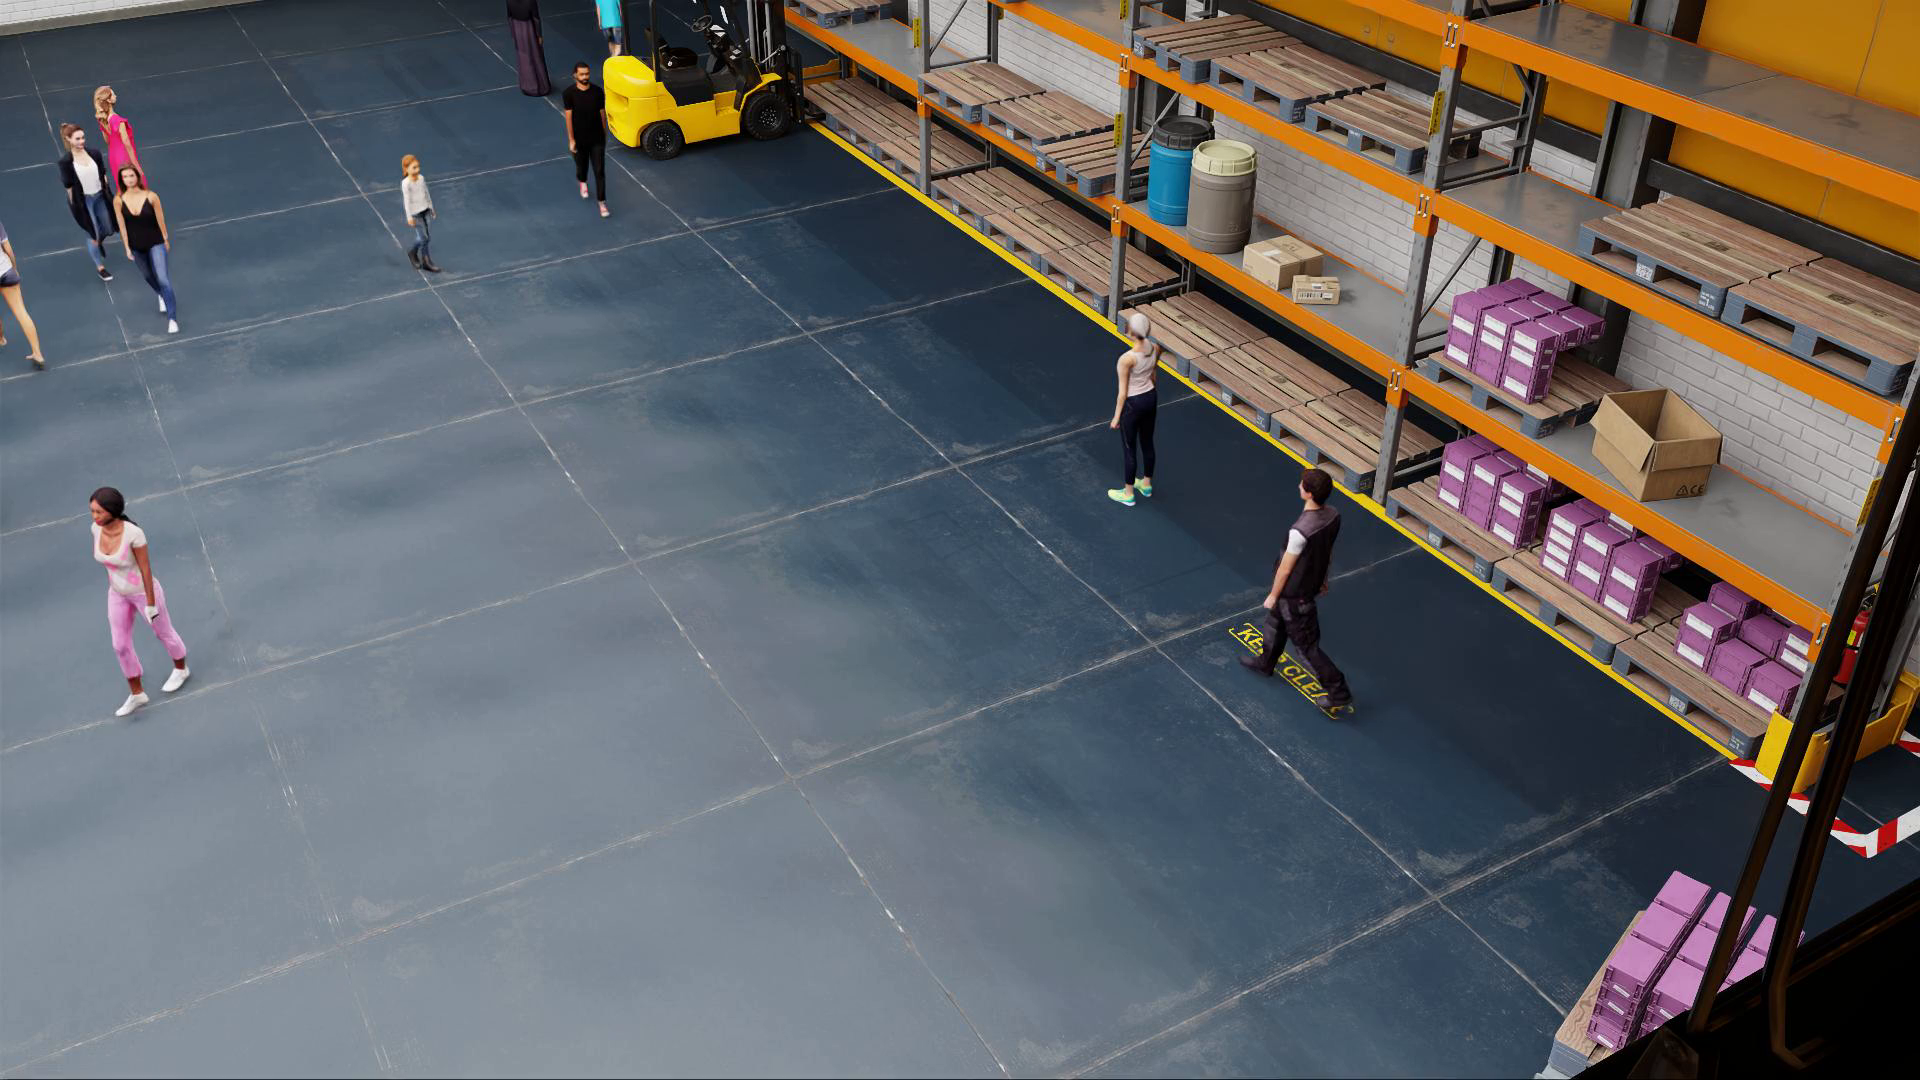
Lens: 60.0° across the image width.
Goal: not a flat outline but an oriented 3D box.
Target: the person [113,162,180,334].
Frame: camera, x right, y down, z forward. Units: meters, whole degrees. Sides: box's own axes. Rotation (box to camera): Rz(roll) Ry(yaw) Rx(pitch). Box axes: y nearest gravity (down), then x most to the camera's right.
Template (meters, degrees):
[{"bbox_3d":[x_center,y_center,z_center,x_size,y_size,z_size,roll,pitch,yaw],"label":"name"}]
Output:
[{"bbox_3d":[-8.135,-2.977,16.643,0.788,1.684,1.158,-8,34,-11],"label":"person"}]

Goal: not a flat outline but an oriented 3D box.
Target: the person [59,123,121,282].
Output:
[{"bbox_3d":[-9.226,-3.604,17.601,0.746,1.668,0.889,-26,42,-34],"label":"person"}]

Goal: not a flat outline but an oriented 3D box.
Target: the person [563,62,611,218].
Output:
[{"bbox_3d":[-4.292,-4.630,19.080,0.746,1.740,1.061,-12,35,-17],"label":"person"}]

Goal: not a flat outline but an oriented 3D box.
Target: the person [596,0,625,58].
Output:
[{"bbox_3d":[-4.891,-7.224,23.266,0.837,1.427,1.008,1,34,2],"label":"person"}]

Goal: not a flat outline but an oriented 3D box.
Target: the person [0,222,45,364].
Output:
[{"bbox_3d":[-9.147,-2.460,15.875,1.234,1.674,0.880,25,41,32],"label":"person"}]

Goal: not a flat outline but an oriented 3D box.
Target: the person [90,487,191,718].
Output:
[{"bbox_3d":[-5.687,0.340,11.618,0.911,1.723,0.968,9,35,13],"label":"person"}]

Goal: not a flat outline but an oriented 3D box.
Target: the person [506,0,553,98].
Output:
[{"bbox_3d":[-5.880,-6.847,22.530,0.720,1.614,0.770,5,34,8],"label":"person"}]

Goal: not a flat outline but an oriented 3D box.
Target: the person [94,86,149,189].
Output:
[{"bbox_3d":[-9.260,-4.176,18.408,0.610,1.728,0.713,20,39,28],"label":"person"}]

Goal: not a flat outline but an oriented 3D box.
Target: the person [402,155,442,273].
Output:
[{"bbox_3d":[-5.827,-3.493,17.760,0.696,1.308,0.628,13,36,19],"label":"person"}]

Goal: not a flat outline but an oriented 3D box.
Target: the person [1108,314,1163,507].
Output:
[{"bbox_3d":[1.477,-1.084,13.776,0.627,1.706,0.572,-24,40,-31],"label":"person"}]

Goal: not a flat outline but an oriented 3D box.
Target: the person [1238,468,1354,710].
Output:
[{"bbox_3d":[2.433,0.378,11.481,1.261,1.812,0.965,22,39,29],"label":"person"}]
